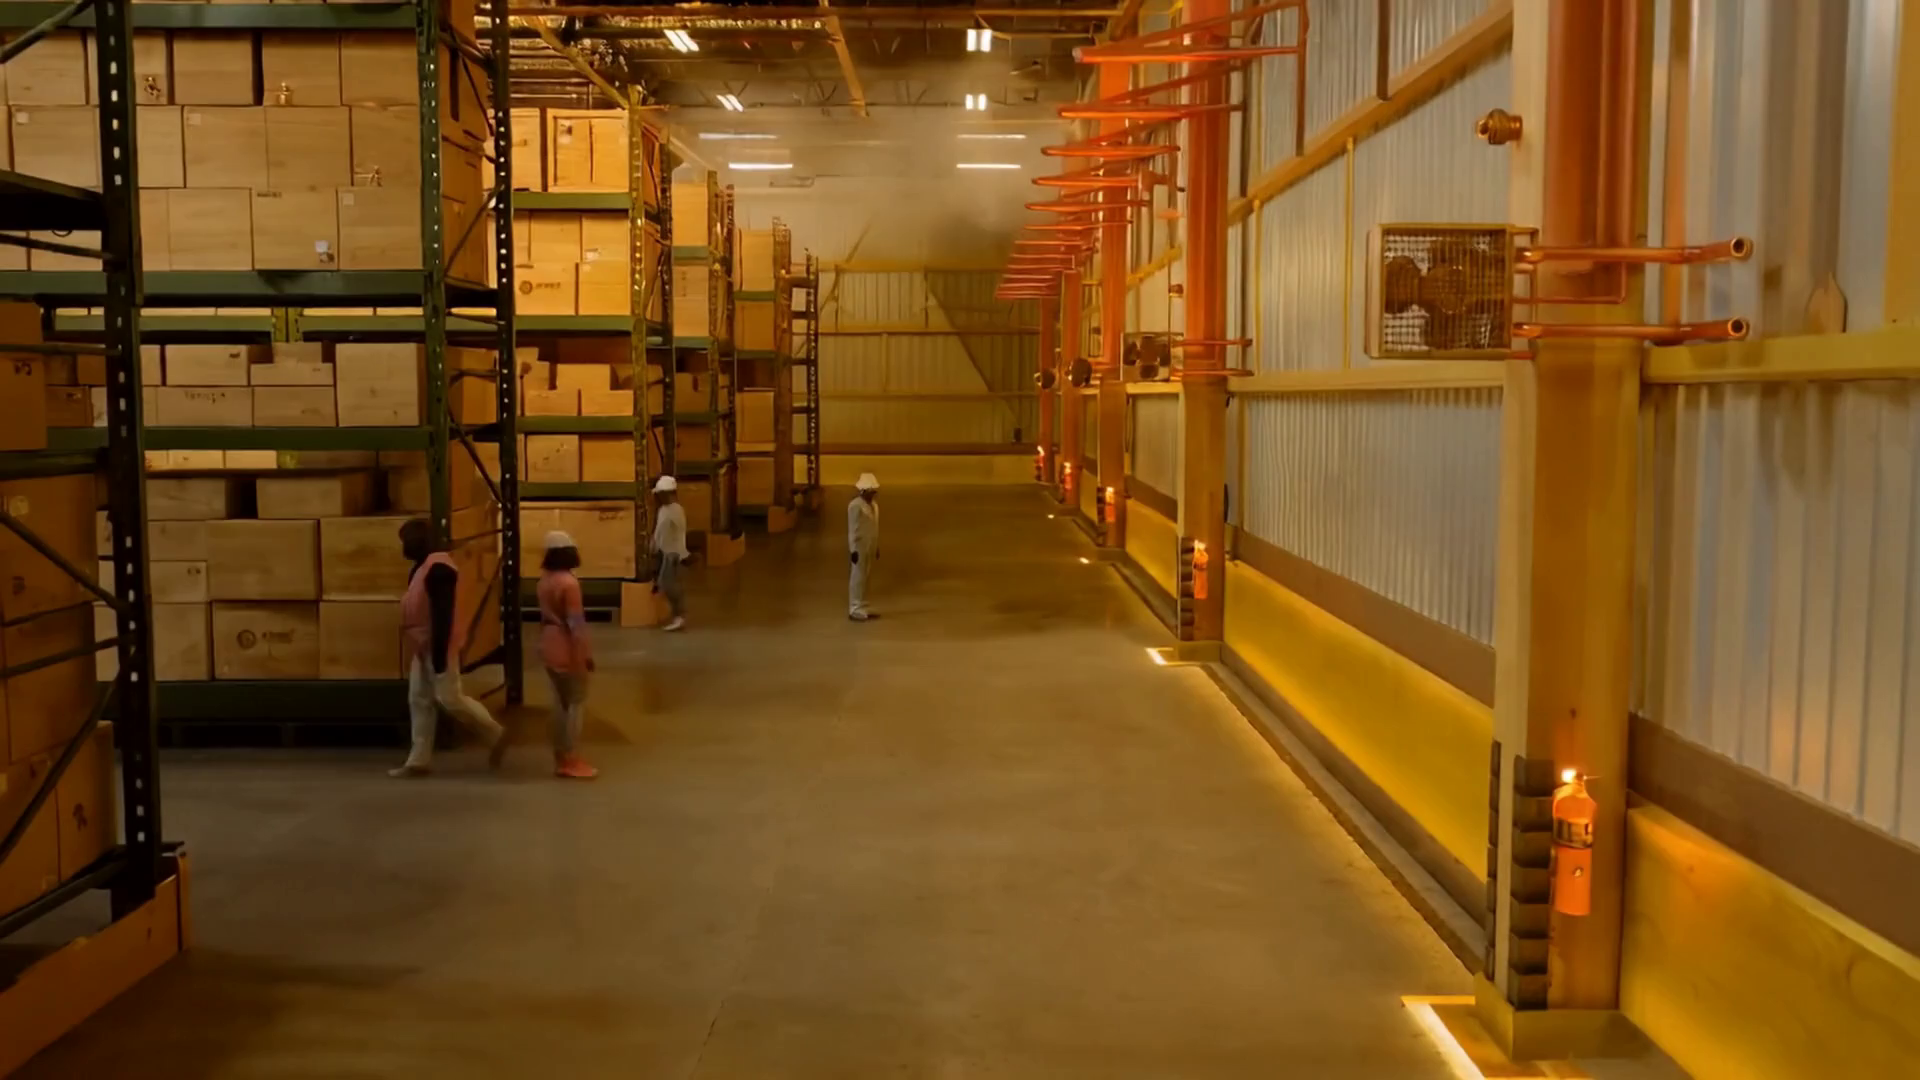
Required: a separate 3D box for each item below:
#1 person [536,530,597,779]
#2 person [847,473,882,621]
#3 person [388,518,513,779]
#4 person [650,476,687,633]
[{"bbox_3d":[-2.729,0.788,11.478,0.342,1.708,0.526,-4,7,-42],"label":"person"},{"bbox_3d":[-1.093,0.082,19.517,0.361,1.742,0.579,3,6,29],"label":"person"},{"bbox_3d":[-3.559,0.743,11.560,0.811,1.803,0.674,-3,6,-32],"label":"person"},{"bbox_3d":[-3.284,0.159,18.551,0.466,1.751,0.542,-3,6,-30],"label":"person"}]
